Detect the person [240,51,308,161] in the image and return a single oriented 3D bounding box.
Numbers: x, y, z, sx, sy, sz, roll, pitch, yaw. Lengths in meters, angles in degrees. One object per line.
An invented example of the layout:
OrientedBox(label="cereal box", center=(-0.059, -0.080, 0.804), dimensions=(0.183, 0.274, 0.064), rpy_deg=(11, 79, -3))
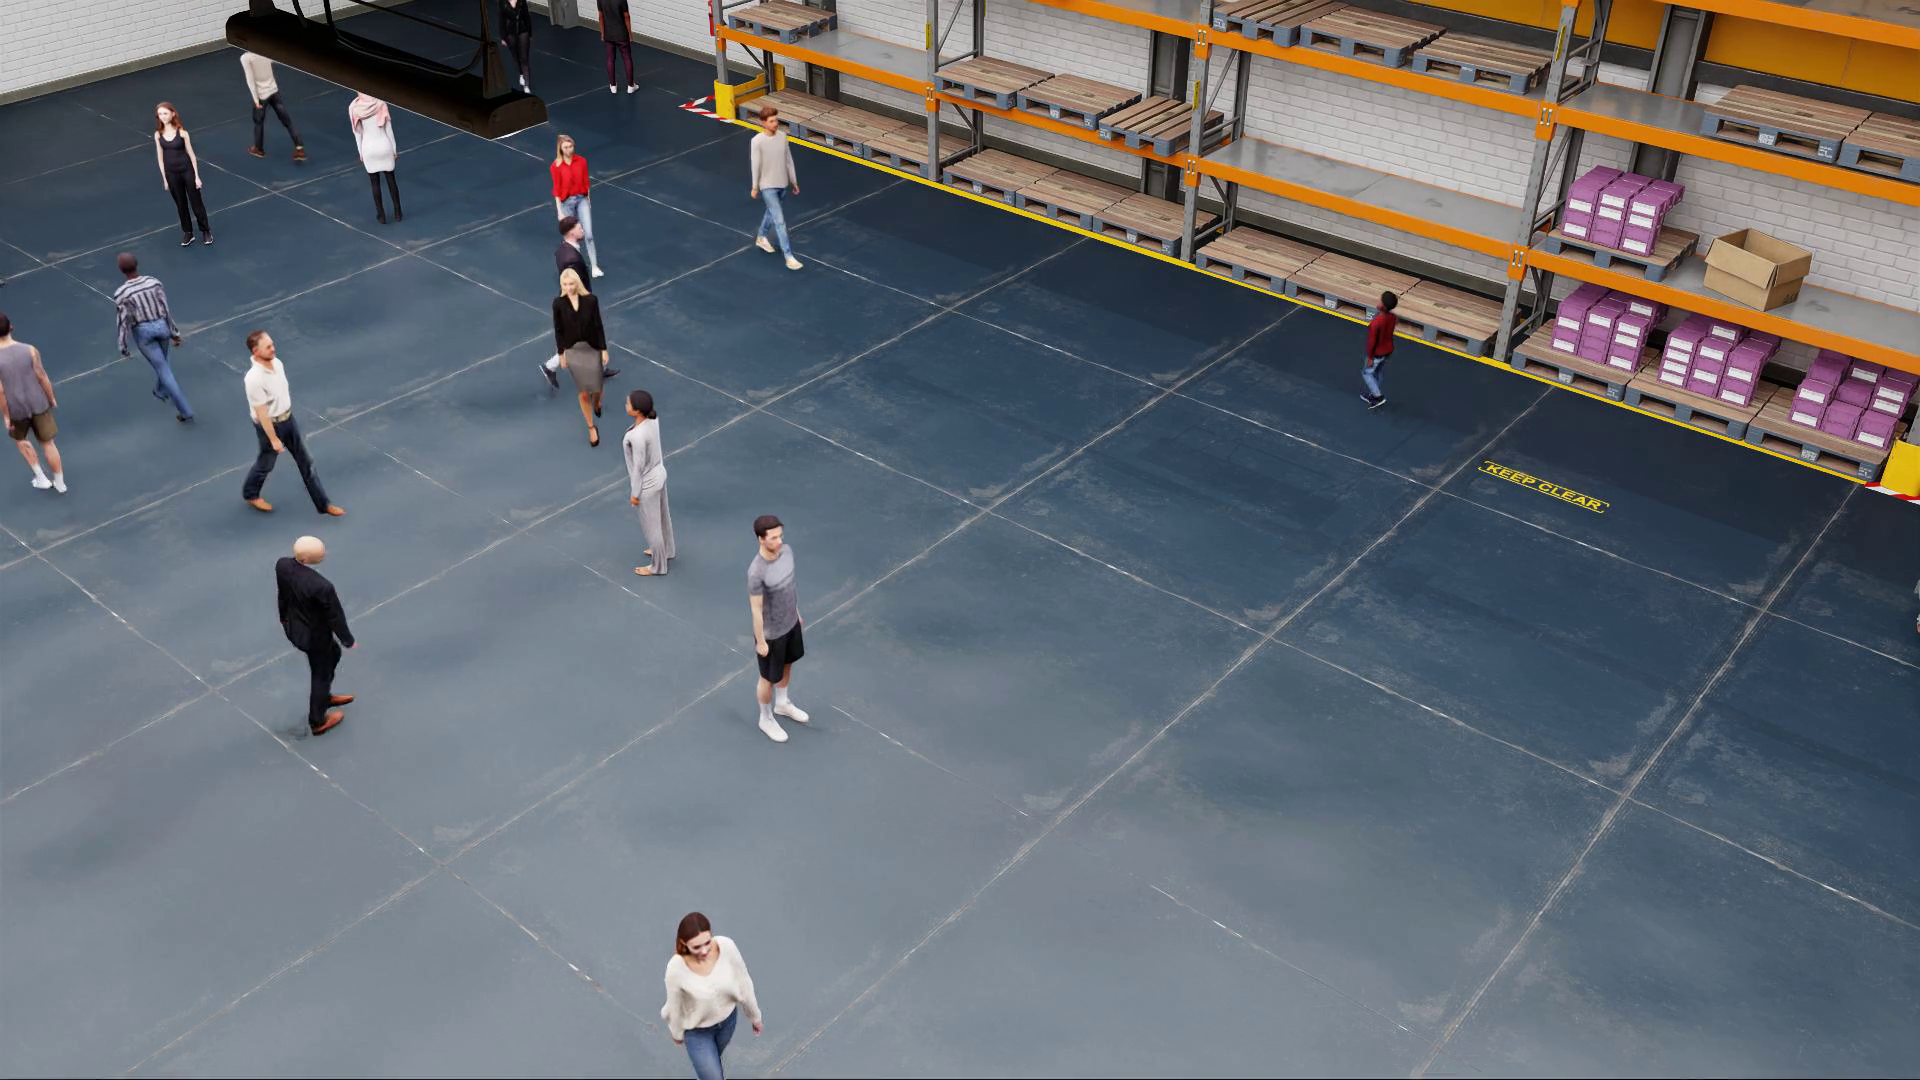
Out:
OrientedBox(label="person", center=(-9.140, -5.889, 22.099), dimensions=(1.253, 1.822, 0.818), rpy_deg=(17, 37, 24))

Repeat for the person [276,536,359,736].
OrientedBox(label="person", center=(-4.802, 0.701, 12.245), dimensions=(0.584, 1.754, 0.817), rpy_deg=(16, 37, 22))

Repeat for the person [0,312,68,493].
OrientedBox(label="person", center=(-8.464, -1.182, 15.127), dimensions=(0.677, 1.831, 0.706), rpy_deg=(-27, 42, -34))

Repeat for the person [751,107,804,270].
OrientedBox(label="person", center=(-2.235, -4.153, 19.458), dimensions=(0.774, 1.855, 1.220), rpy_deg=(-27, 42, -34))

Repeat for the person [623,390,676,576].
OrientedBox(label="person", center=(-2.632, -0.505, 14.078), dimensions=(0.727, 1.734, 0.712), rpy_deg=(4, 34, 6))

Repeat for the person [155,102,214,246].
OrientedBox(label="person", center=(-9.323, -4.396, 19.920), dimensions=(0.661, 1.748, 0.706), rpy_deg=(-6, 34, -8))

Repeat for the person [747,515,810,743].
OrientedBox(label="person", center=(-1.368, 0.611, 12.274), dimensions=(0.586, 1.873, 0.687), rpy_deg=(18, 38, 25))

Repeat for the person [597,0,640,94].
OrientedBox(label="person", center=(-5.090, -7.519, 24.587), dimensions=(0.703, 1.783, 0.781), rpy_deg=(0, 34, 1))

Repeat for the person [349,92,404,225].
OrientedBox(label="person", center=(-7.168, -4.786, 20.456), dimensions=(0.718, 1.803, 0.739), rpy_deg=(-12, 35, -17))

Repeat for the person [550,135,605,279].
OrientedBox(label="person", center=(-4.497, -3.885, 19.227), dimensions=(0.863, 1.663, 1.128), rpy_deg=(-18, 38, -25))

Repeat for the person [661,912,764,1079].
OrientedBox(label="person", center=(-1.443, 2.673, 9.362), dimensions=(0.754, 1.663, 1.039), rpy_deg=(-23, 40, -31))

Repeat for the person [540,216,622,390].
OrientedBox(label="person", center=(-3.943, -2.358, 16.790), dimensions=(1.050, 1.819, 1.096), rpy_deg=(-12, 35, -17))

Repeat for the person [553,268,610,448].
OrientedBox(label="person", center=(-3.595, -1.777, 15.908), dimensions=(0.857, 1.826, 0.931), rpy_deg=(-6, 34, -9))

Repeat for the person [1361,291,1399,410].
OrientedBox(label="person", center=(4.226, -1.872, 16.576), dimensions=(0.578, 1.245, 0.663), rpy_deg=(-22, 39, -29))

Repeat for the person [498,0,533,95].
OrientedBox(label="person", center=(-6.580, -7.472, 24.651), dimensions=(1.074, 1.633, 1.235), rpy_deg=(-8, 34, -12))

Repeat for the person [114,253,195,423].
OrientedBox(label="person", center=(-7.793, -1.922, 16.185), dimensions=(1.063, 1.762, 0.729), rpy_deg=(22, 39, 29))

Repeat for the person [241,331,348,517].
OrientedBox(label="person", center=(-6.167, -0.999, 14.750), dimensions=(1.344, 1.812, 1.021), rpy_deg=(9, 35, 14))
